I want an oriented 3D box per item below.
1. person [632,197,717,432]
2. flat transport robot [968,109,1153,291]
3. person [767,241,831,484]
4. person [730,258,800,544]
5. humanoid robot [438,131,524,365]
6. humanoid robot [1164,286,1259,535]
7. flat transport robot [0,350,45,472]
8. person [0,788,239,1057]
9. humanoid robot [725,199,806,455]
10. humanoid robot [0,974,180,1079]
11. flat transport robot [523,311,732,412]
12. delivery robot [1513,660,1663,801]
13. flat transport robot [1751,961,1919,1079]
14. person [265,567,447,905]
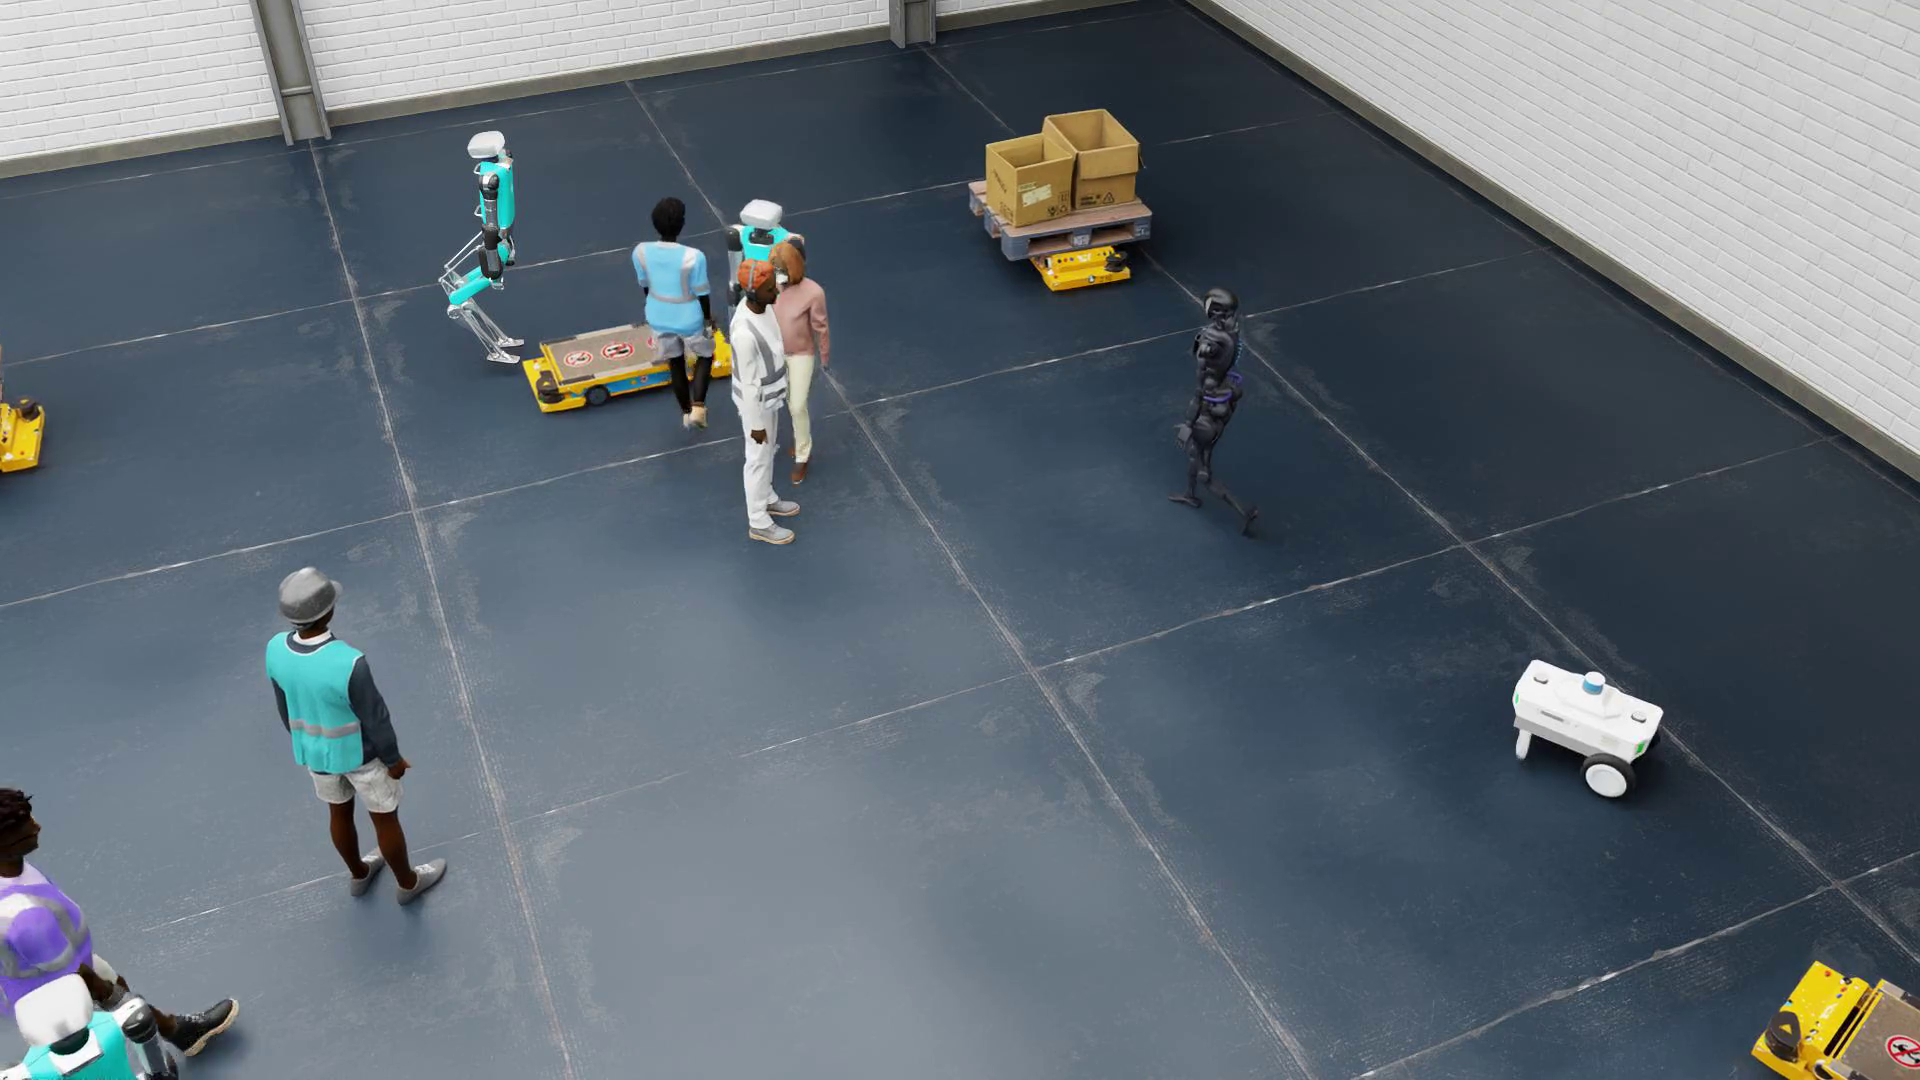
[{"bbox_3d":[-1.875,-1.449,11.008,0.524,1.671,0.408,8,38,11],"label":"person"},{"bbox_3d":[0.807,-2.464,13.481,0.659,0.231,1.431,-12,39,-15],"label":"flat transport robot"},{"bbox_3d":[-1.127,-1.143,10.660,0.501,1.603,0.687,14,40,18],"label":"person"},{"bbox_3d":[-1.192,-0.847,10.051,0.347,1.881,0.576,3,38,3],"label":"person"},{"bbox_3d":[-3.389,-2.026,11.597,0.735,1.677,0.533,0,38,0],"label":"humanoid robot"},{"bbox_3d":[1.611,-0.810,10.183,0.633,1.632,0.602,19,41,23],"label":"humanoid robot"},{"bbox_3d":[-6.907,-0.597,11.050,1.431,0.231,0.659,-12,39,-15],"label":"flat transport robot"},{"bbox_3d":[-3.526,1.684,6.720,0.935,1.926,0.620,-27,45,-31],"label":"person"},{"bbox_3d":[-1.297,-1.213,10.695,0.534,1.835,0.759,9,38,12],"label":"humanoid robot"},{"bbox_3d":[-3.227,2.141,6.278,0.563,1.778,0.780,-30,47,-33],"label":"humanoid robot"},{"bbox_3d":[-2.367,-1.287,11.949,1.431,0.231,0.659,-14,40,-18],"label":"flat transport robot"},{"bbox_3d":[3.309,0.962,8.781,0.759,0.588,0.517,23,43,27],"label":"delivery robot"},{"bbox_3d":[4.260,2.399,7.151,1.431,0.231,0.659,31,47,34],"label":"flat transport robot"},{"bbox_3d":[-2.842,0.945,7.674,0.551,1.939,0.434,11,39,14],"label":"person"}]
